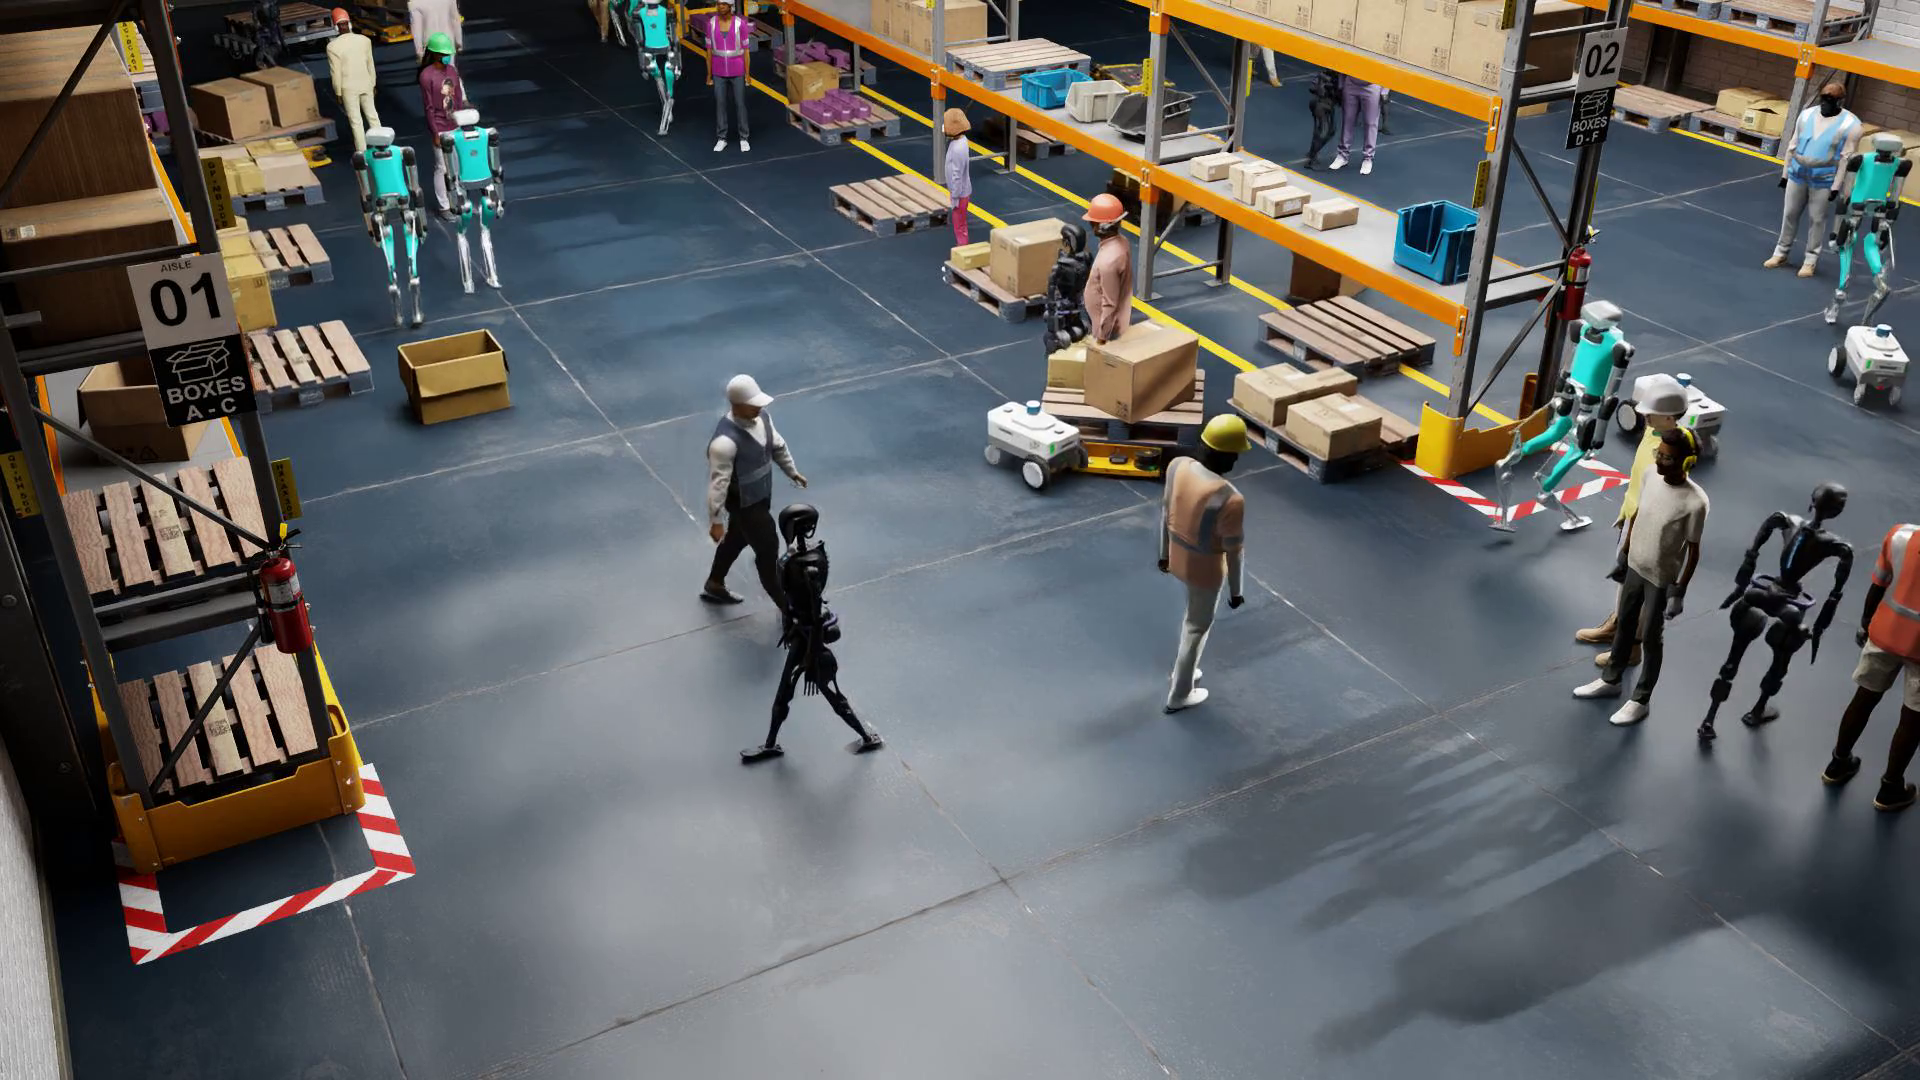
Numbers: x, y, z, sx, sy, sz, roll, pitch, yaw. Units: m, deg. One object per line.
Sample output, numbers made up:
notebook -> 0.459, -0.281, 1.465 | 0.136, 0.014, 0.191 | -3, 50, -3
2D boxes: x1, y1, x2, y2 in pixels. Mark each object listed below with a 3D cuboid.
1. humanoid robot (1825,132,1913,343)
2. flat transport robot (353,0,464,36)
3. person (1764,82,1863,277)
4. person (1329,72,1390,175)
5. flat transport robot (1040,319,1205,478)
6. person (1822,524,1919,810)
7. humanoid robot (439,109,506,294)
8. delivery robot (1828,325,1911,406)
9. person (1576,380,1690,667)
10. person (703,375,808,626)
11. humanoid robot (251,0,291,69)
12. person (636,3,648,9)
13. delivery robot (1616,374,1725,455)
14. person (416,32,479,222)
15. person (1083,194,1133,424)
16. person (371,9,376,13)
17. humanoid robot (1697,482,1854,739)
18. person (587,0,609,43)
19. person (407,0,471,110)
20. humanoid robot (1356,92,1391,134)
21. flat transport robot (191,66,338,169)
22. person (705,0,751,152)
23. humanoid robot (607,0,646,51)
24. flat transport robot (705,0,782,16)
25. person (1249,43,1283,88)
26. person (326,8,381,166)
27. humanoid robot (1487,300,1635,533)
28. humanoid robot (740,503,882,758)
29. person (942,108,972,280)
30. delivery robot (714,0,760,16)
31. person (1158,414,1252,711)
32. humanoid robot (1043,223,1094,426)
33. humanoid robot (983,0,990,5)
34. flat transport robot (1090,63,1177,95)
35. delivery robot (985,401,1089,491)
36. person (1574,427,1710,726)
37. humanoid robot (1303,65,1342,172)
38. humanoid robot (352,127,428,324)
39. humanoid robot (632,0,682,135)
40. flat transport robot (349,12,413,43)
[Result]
humanoid robot -> 7.910, -2.542, 14.392 | 0.579, 1.767, 0.982 | 2, 30, 4
flat transport robot -> -8.195, -7.757, 24.913 | 0.659, 0.231, 1.431 | 17, 34, 27
person -> 8.101, -3.425, 15.802 | 0.430, 1.836, 0.626 | -22, 36, -33
person -> 4.504, -5.063, 18.581 | 0.640, 1.908, 0.412 | 17, 34, 27
flat transport robot -> 1.271, -0.897, 12.971 | 0.659, 0.231, 1.431 | 5, 30, 8
person -> 5.049, 0.540, 8.784 | 0.378, 1.955, 0.610 | -21, 36, -32
humanoid robot -> -4.515, -3.172, 15.418 | 0.533, 1.750, 0.722 | -15, 33, -24
delivery robot -> 7.537, -1.481, 13.719 | 0.499, 0.613, 0.807 | 6, 30, 11
person -> 4.101, -0.095, 9.959 | 0.406, 1.883, 0.473 | -1, 30, -2
person -> -1.306, -0.273, 10.433 | 0.914, 1.714, 0.753 | 11, 32, 18
humanoid robot -> -8.766, -6.255, 20.964 | 0.791, 1.638, 0.589 | 6, 30, 10
person -> -4.914, -9.155, 25.768 | 0.430, 1.845, 0.619 | -19, 35, -29
delivery robot -> 5.530, -0.998, 12.852 | 0.499, 0.587, 0.785 | -10, 31, -17
person -> -5.284, -4.260, 17.163 | 0.450, 1.934, 0.488 | 18, 35, 29
person -> 1.090, -1.635, 12.529 | 0.397, 1.989, 0.621 | 6, 30, 10
person -> -9.024, -8.927, 25.574 | 0.499, 1.636, 0.282 | 23, 37, 35
humanoid robot -> 4.556, 0.405, 9.340 | 0.665, 1.645, 0.613 | -17, 34, -27
person -> -5.277, -8.185, 24.193 | 0.570, 1.728, 0.721 | 0, 30, -1
person -> -6.308, -6.008, 20.201 | 0.523, 1.927, 0.663 | 25, 38, 36
humanoid robot -> 5.038, -5.785, 20.099 | 0.610, 1.624, 0.748 | -11, 32, -18
flat transport robot -> -7.966, -4.480, 19.208 | 1.431, 0.231, 0.659 | 22, 36, 33
person -> -2.684, -5.430, 19.277 | 0.522, 1.847, 0.334 | 0, 30, 1
humanoid robot -> -4.717, -7.703, 23.333 | 0.535, 1.722, 0.983 | -18, 34, -28
flat transport robot -> -3.244, -8.361, 25.965 | 1.431, 0.231, 0.659 | -3, 30, -5
person -> 4.081, -7.029, 22.080 | 0.576, 1.843, 0.955 | -18, 34, -28
person -> -6.880, -5.139, 18.873 | 0.344, 1.743, 0.562 | 21, 36, 33
humanoid robot -> 3.999, -0.731, 11.255 | 1.037, 1.768, 0.541 | -11, 32, -19
humanoid robot -> -0.836, 0.538, 9.119 | 0.800, 1.626, 0.584 | -12, 32, -19
person -> -0.032, -3.266, 15.730 | 0.288, 1.627, 0.497 | -1, 30, -1
delivery robot -> -3.462, -8.422, 25.799 | 0.814, 0.611, 0.499 | -4, 30, -8
person -> 1.424, 0.130, 9.541 | 0.553, 1.900, 0.604 | -19, 35, -29
humanoid robot -> 0.863, -1.669, 12.902 | 0.385, 1.652, 0.595 | 23, 37, 34
humanoid robot -> 0.328, -9.191, 25.995 | 0.335, 1.642, 0.610 | -8, 31, -14
flat transport robot -> 2.283, -6.017, 21.883 | 0.659, 0.231, 1.431 | -9, 31, -15
delivery robot -> 0.556, -0.736, 12.418 | 0.811, 0.609, 0.499 | 26, 39, 38
person -> 3.918, 0.203, 9.448 | 0.334, 1.873, 0.517 | -10, 31, -17
humanoid robot -> 4.110, -5.006, 18.719 | 0.362, 1.651, 0.602 | 20, 36, 31
humanoid robot -> -4.941, -2.666, 14.571 | 0.544, 1.781, 0.684 | -7, 31, -12
humanoid robot -> -3.566, -5.754, 19.993 | 0.531, 1.740, 1.033 | 0, 30, 0
flat transport robot -> -8.481, -7.632, 24.696 | 0.659, 0.231, 1.431 | -23, 37, -34
